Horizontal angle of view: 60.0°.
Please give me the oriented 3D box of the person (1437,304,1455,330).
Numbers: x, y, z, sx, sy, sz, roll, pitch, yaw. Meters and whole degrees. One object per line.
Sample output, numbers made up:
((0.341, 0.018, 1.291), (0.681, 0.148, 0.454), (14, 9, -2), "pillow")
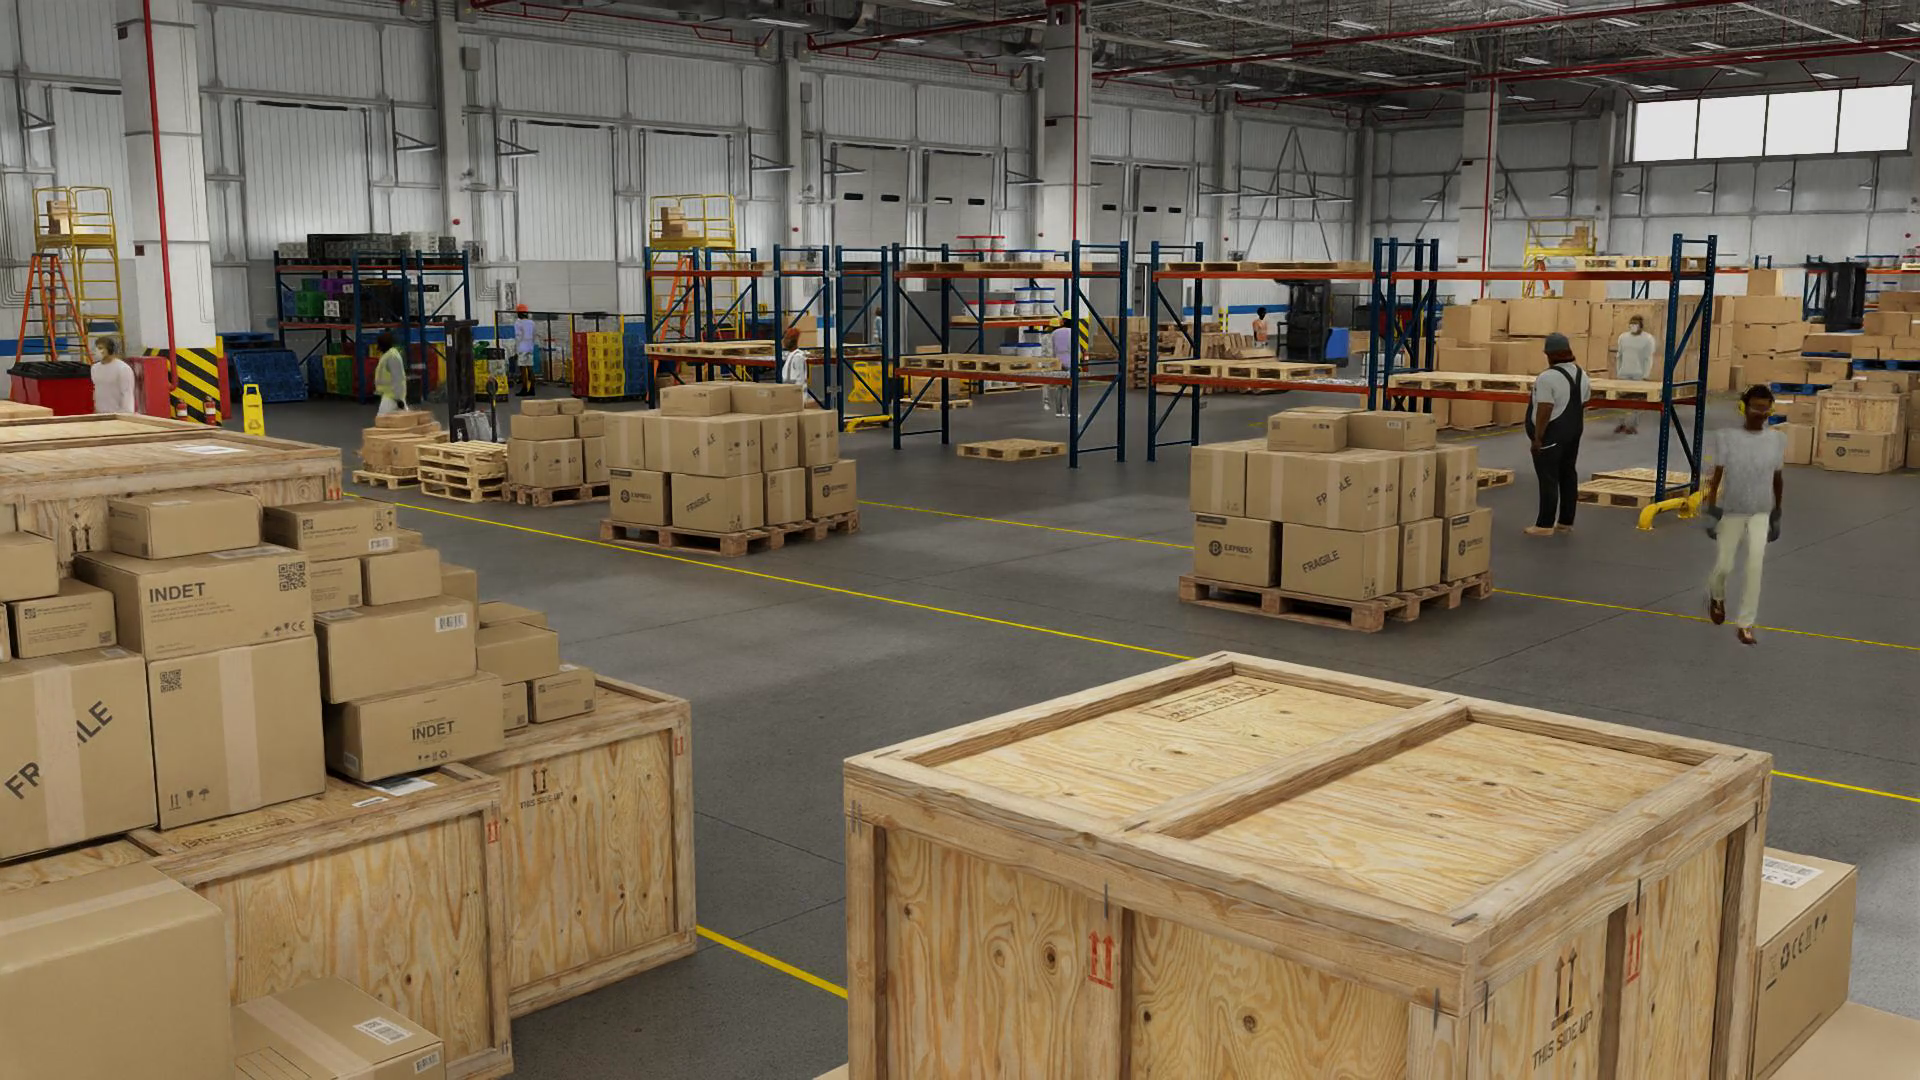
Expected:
((10.357, -4.041, 35.258), (0.663, 1.915, 0.720), (7, 11, 35), "person")

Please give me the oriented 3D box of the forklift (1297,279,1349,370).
((9.351, -5.927, 43.884), (1.873, 2.768, 1.129), (-8, 12, -41), "forklift")

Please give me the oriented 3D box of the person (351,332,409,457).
((-8.003, -2.018, 23.299), (1.004, 1.775, 0.641), (-3, 10, -19), "person")

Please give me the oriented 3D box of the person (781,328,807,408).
((-2.196, -1.867, 22.033), (0.339, 1.883, 0.584), (-2, 10, -14), "person")

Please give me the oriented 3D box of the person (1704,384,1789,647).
((5.611, -0.202, 11.921), (0.532, 1.853, 0.702), (2, 9, 12), "person")

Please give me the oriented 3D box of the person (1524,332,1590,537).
((5.902, -1.057, 16.591), (0.684, 2.000, 0.535), (-6, 11, -32), "person")

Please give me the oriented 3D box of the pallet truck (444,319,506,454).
((-6.981, -1.942, 22.150), (1.885, 1.965, 0.823), (1, 9, 9), "pallet truck")

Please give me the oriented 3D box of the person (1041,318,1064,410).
((1.767, -3.317, 31.384), (0.486, 1.737, 0.322), (-2, 9, -11), "person")

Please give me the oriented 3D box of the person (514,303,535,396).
((-9.109, -3.963, 34.724), (0.361, 1.938, 0.545), (5, 10, 27), "person")

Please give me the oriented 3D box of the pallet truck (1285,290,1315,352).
((11.297, -6.951, 52.861), (1.885, 1.965, 0.823), (-5, 11, -29), "pallet truck")

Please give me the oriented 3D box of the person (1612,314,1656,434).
((10.742, -2.638, 26.627), (0.655, 1.920, 0.644), (-8, 12, -41), "person")

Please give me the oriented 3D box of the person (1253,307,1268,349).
((7.577, -5.025, 41.974), (0.534, 1.697, 0.322), (-9, 13, -43), "person")

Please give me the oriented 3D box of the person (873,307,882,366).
((-2.158, -5.395, 44.445), (0.323, 1.631, 0.523), (0, 9, -2), "person")

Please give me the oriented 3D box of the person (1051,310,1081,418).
((1.903, -3.131, 29.677), (0.585, 1.920, 0.373), (6, 11, 35), "person")

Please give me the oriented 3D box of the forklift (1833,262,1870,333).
((22.771, -5.709, 42.546), (1.129, 2.768, 1.873), (-6, 11, -33), "forklift")

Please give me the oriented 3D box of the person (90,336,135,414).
((-9.832, -1.434, 19.372), (0.641, 1.896, 0.998), (3, 10, 20), "person")
